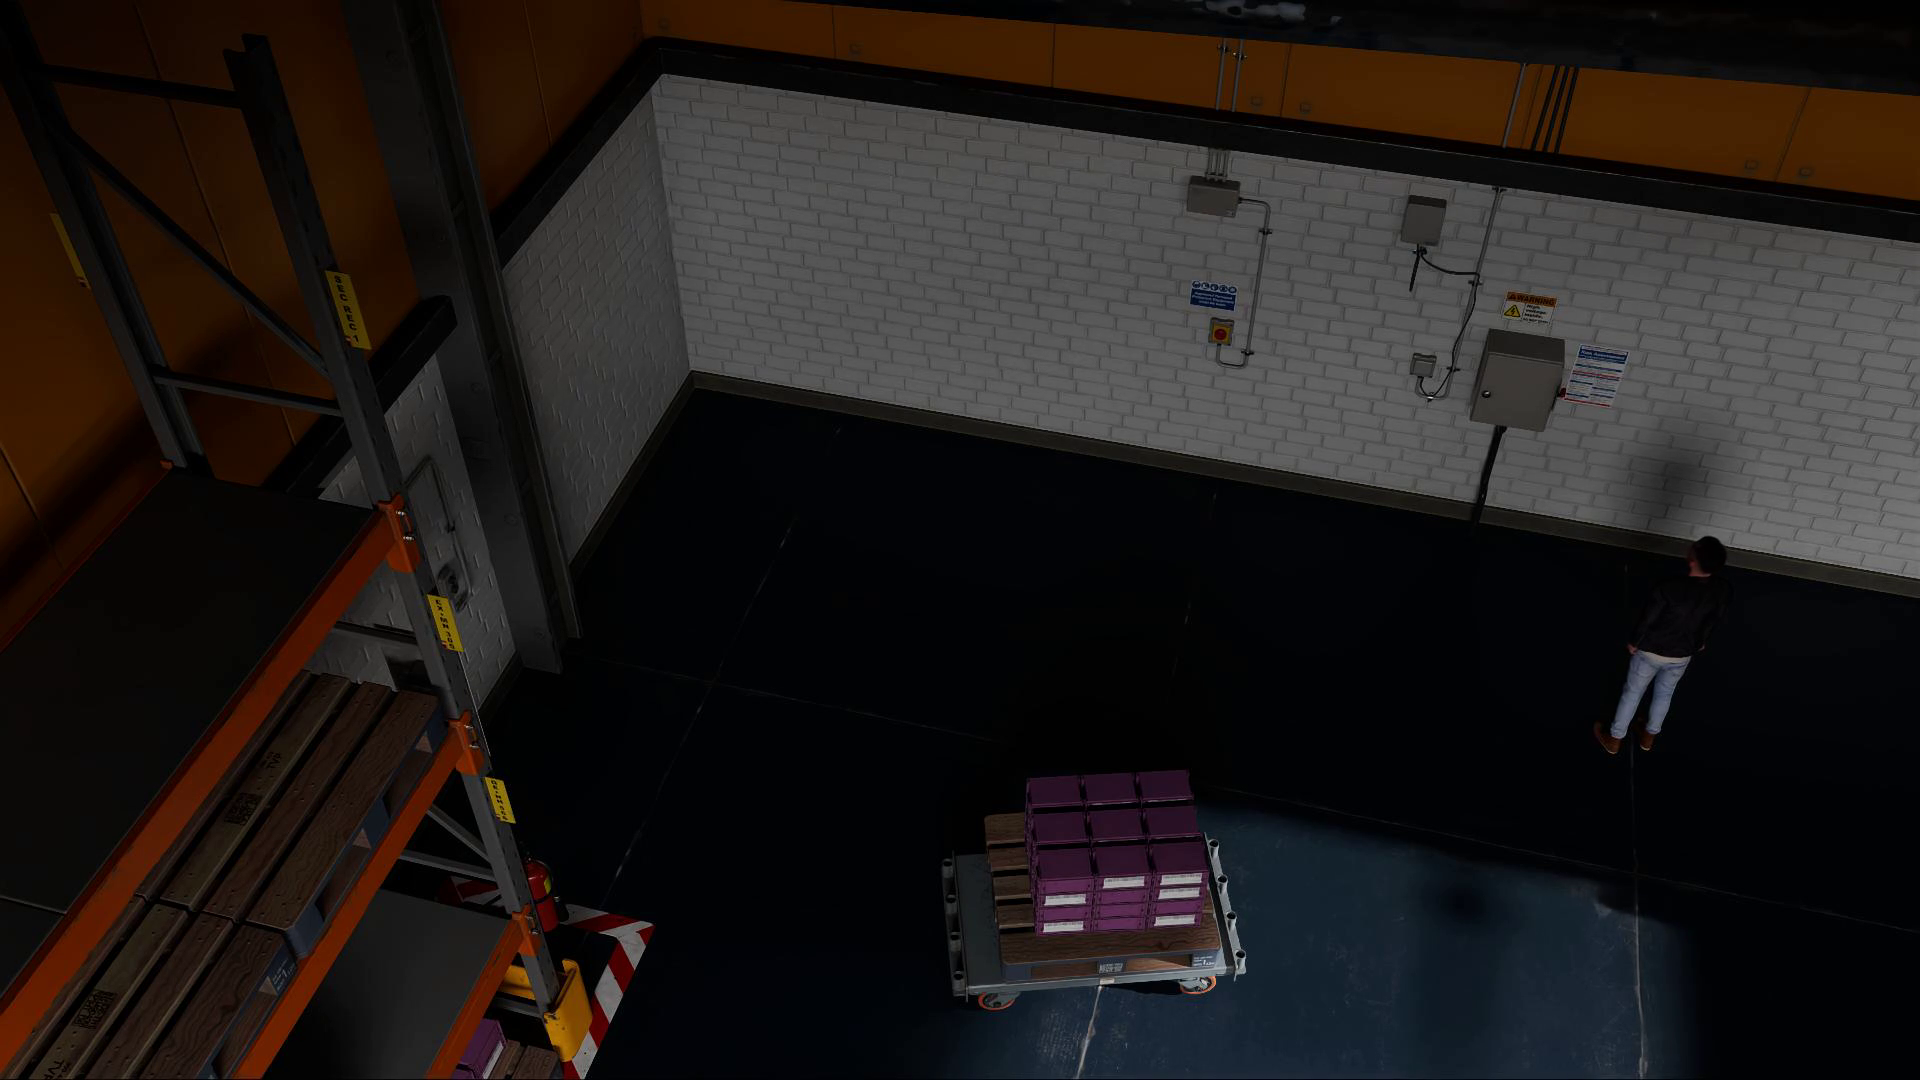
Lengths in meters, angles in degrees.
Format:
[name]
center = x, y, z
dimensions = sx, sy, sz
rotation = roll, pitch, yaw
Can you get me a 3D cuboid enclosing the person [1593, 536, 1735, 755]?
[person]
center = 4.355, 0.659, 10.248
dimensions = 0.722, 1.835, 0.673
rotation = -3, 44, -3
